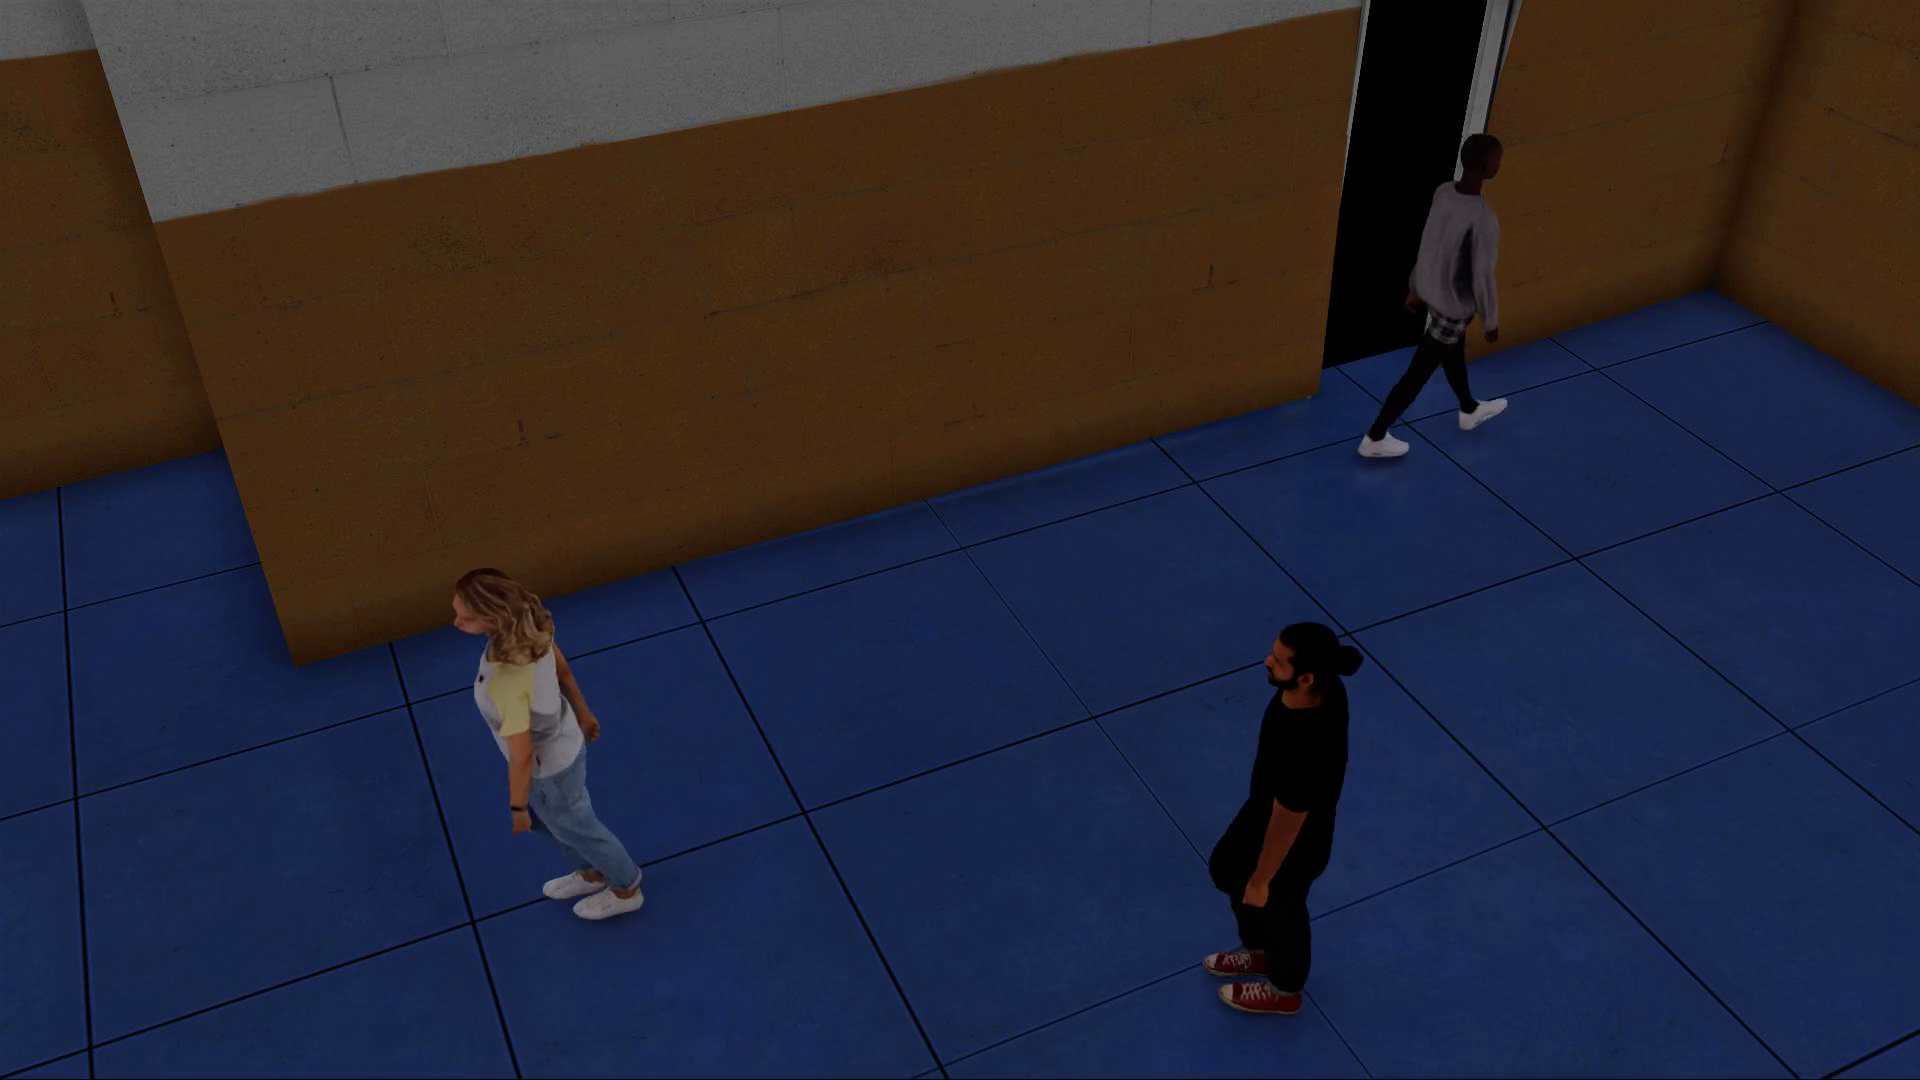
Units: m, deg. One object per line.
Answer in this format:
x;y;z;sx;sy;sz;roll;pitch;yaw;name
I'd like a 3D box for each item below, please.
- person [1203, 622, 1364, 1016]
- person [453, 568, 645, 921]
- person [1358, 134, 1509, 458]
1.151;0.962;5.459;0.824;1.750;0.727;5;37;6;person
-1.357;0.751;5.783;0.776;1.683;0.688;1;37;1;person
2.347;-1.151;8.294;0.801;1.726;1.111;-11;38;-14;person
